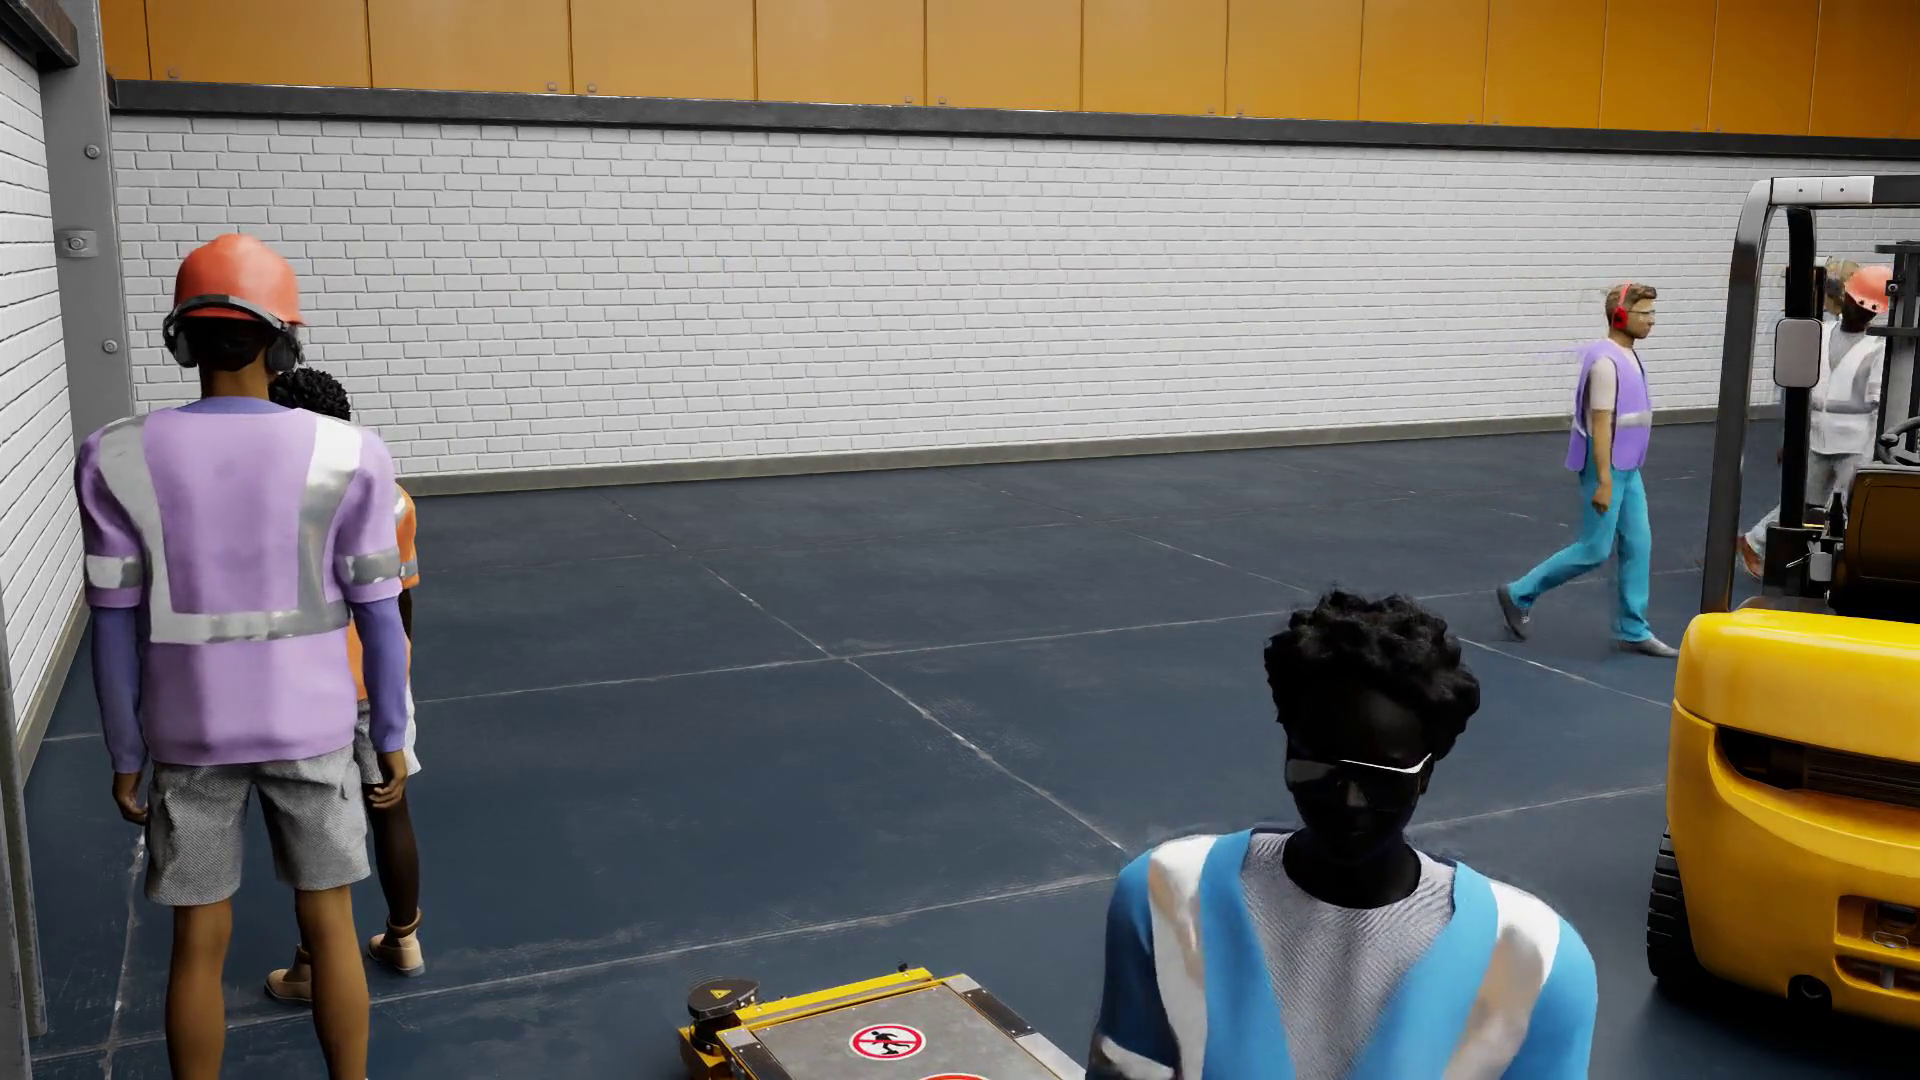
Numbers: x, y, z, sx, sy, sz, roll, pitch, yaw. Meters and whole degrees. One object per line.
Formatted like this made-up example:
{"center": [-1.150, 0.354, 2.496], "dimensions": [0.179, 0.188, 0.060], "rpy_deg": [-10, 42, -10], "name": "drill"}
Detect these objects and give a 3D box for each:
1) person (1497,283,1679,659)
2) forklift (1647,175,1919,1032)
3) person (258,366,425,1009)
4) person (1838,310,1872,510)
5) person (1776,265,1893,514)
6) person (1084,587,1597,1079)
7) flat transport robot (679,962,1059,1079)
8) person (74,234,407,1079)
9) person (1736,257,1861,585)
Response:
{"center": [3.115, -0.342, 8.103], "dimensions": [0.808, 1.819, 0.575], "rpy_deg": [7, 12, 34], "name": "person"}
{"center": [2.810, 0.094, 4.662], "dimensions": [1.214, 2.155, 2.313], "rpy_deg": [7, 12, 34], "name": "forklift"}
{"center": [-1.669, 0.391, 4.413], "dimensions": [0.317, 1.693, 0.535], "rpy_deg": [9, 14, 40], "name": "person"}
{"center": [5.165, -0.691, 9.965], "dimensions": [0.627, 1.843, 0.429], "rpy_deg": [-9, 13, -40], "name": "person"}
{"center": [4.590, -0.480, 8.679], "dimensions": [0.395, 1.892, 0.627], "rpy_deg": [-4, 11, -21], "name": "person"}
{"center": [0.418, 0.855, 1.885], "dimensions": [0.539, 1.679, 0.706], "rpy_deg": [4, 11, 22], "name": "person"}
{"center": [-0.059, 1.255, 3.566], "dimensions": [0.652, 0.197, 1.431], "rpy_deg": [-6, 12, -28], "name": "flat transport robot"}
{"center": [-1.481, 0.387, 3.512], "dimensions": [0.608, 2.035, 0.419], "rpy_deg": [-3, 11, -16], "name": "person"}
{"center": [4.788, -0.629, 9.403], "dimensions": [0.506, 1.918, 0.643], "rpy_deg": [9, 14, 42], "name": "person"}
